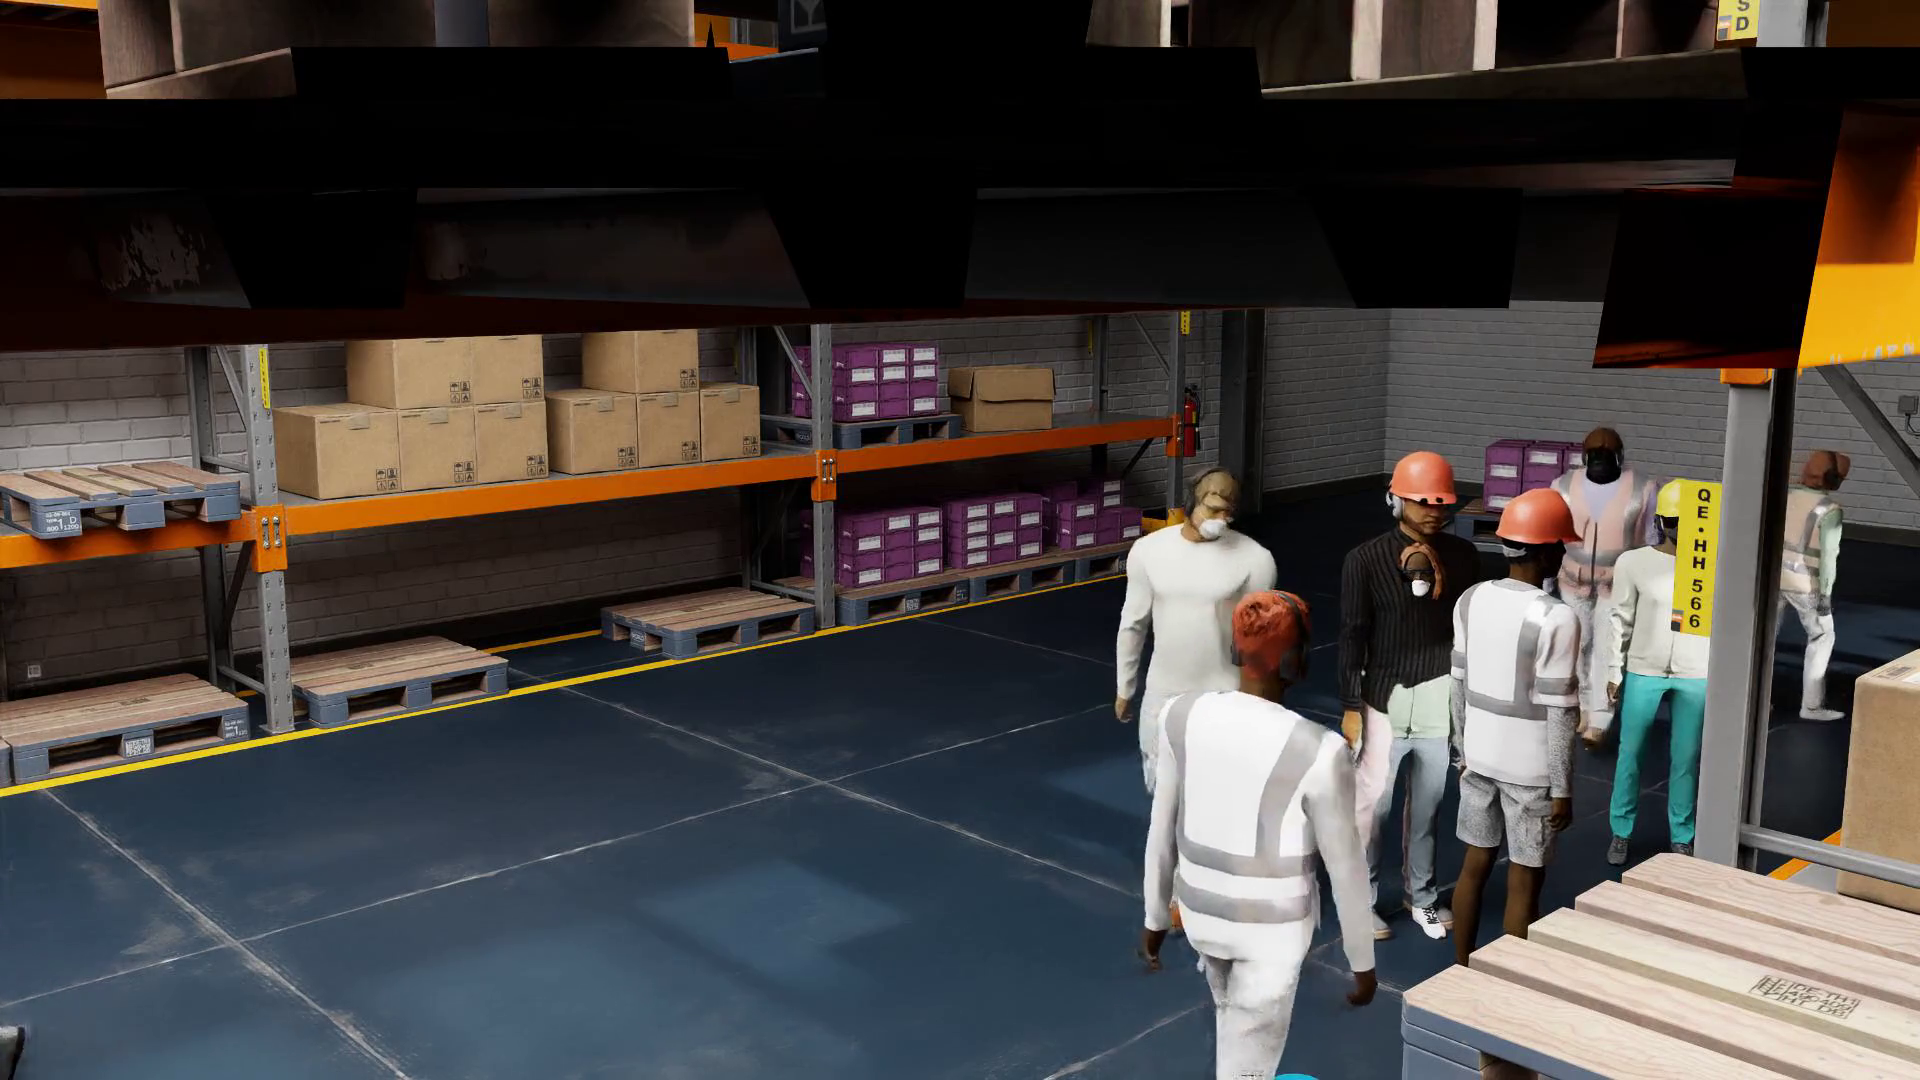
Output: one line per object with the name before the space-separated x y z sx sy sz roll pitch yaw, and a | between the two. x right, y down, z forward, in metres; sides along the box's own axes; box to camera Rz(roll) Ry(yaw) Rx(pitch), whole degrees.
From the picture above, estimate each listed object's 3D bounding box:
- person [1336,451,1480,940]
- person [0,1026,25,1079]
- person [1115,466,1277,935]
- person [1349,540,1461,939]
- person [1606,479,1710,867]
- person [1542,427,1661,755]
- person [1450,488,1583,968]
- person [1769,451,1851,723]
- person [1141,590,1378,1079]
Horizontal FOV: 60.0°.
person | 1.797 0.628 6.652 0.615 1.984 0.426 -3 10 -18
person | -3.347 1.009 5.120 0.667 1.747 0.519 -4 10 -21
person | 0.970 0.622 6.912 0.661 1.902 0.774 4 10 22
person | 1.798 0.795 6.675 0.500 1.633 0.280 0 10 2
person | 3.159 0.603 7.416 0.533 1.768 0.310 2 10 12
person | 3.532 0.271 9.276 0.644 1.787 0.986 6 11 31
person | 1.974 0.779 5.883 0.379 1.938 0.547 -5 11 -25
person | 4.946 0.280 9.756 0.533 1.604 0.514 -2 10 -10
person | 0.867 1.042 4.550 0.620 1.860 0.764 9 13 44
